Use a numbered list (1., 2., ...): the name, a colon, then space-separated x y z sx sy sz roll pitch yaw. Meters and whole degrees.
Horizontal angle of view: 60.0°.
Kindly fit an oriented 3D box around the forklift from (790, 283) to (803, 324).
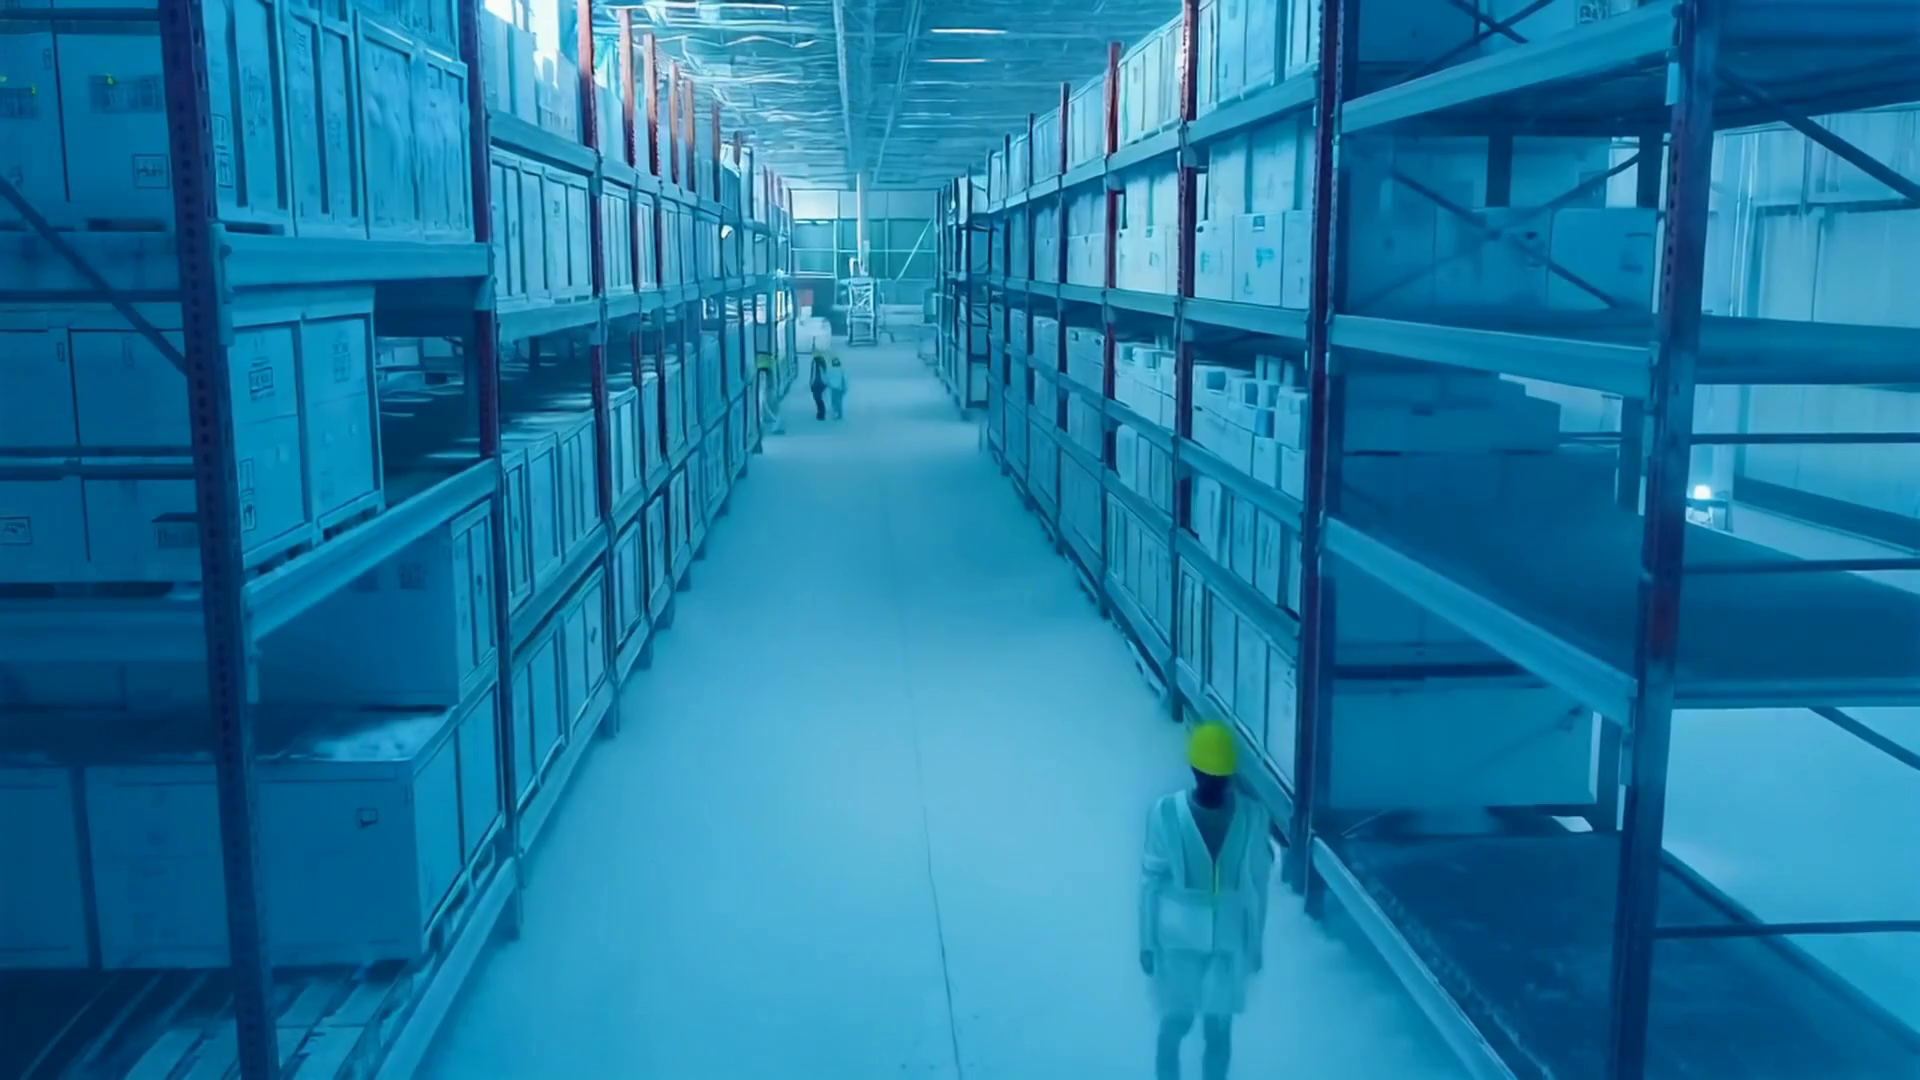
1. forklift: -8.064 -11.009 80.230 1.129 2.768 1.873 -6 11 -30

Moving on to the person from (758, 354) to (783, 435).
1. person: -4.381 -3.219 36.921 0.979 1.790 0.589 -3 10 -20

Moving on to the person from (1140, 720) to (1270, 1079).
1. person: 1.054 1.686 7.252 0.559 1.923 0.645 -1 10 -5

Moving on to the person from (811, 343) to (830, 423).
1. person: -3.357 -3.747 39.793 0.450 1.898 0.696 2 10 12

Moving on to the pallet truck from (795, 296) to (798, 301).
1. pallet truck: -8.622 -12.439 91.403 1.885 1.965 0.823 2 10 13

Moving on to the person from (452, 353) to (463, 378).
1. person: -9.818 -2.725 33.322 0.670 2.016 0.435 -4 10 -21

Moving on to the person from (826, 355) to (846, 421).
1. person: -3.016 -3.677 40.264 0.492 1.600 0.725 0 10 1

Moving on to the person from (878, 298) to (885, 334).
1. person: -4.237 -12.040 89.200 0.372 1.940 0.630 -1 10 -4

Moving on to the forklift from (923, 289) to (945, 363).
1. forklift: -0.823 -8.157 63.193 1.129 2.768 1.873 -1 10 -3
